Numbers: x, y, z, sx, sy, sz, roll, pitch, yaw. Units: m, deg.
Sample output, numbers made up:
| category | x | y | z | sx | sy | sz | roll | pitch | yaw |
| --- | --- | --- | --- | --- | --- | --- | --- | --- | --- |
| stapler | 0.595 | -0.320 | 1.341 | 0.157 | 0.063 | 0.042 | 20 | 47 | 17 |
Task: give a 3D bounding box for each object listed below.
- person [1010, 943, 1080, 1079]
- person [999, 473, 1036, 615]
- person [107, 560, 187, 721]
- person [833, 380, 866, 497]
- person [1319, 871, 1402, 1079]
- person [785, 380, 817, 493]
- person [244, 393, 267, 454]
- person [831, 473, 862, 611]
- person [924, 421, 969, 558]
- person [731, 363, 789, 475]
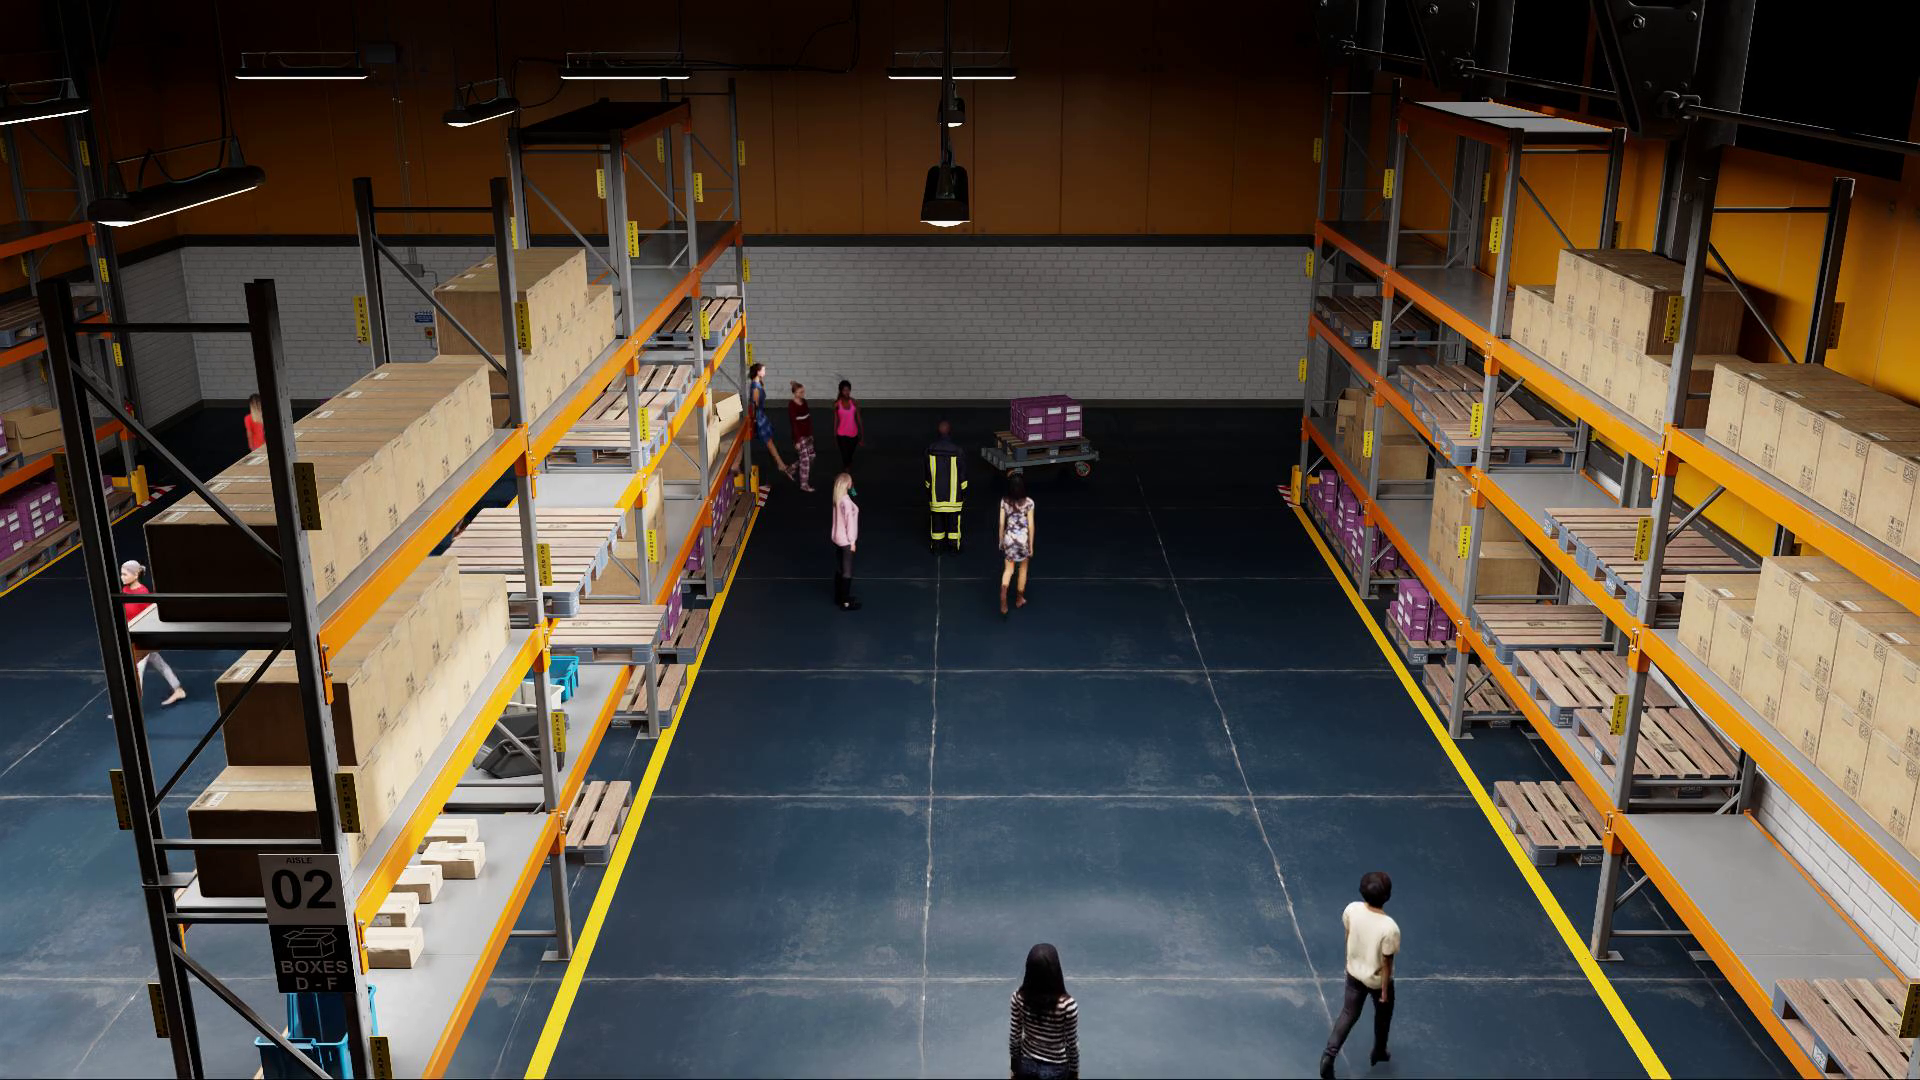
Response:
| category | x | y | z | sx | sy | sz | roll | pitch | yaw |
| --- | --- | --- | --- | --- | --- | --- | --- | --- | --- |
| person | 0.488 | 3.313 | 10.091 | 0.767 | 1.779 | 0.865 | 8 | 20 | 22 |
| person | 0.653 | 0.074 | 19.809 | 0.802 | 1.715 | 1.057 | 6 | 20 | 18 |
| person | -8.344 | 1.003 | 17.158 | 0.979 | 1.646 | 1.182 | 12 | 22 | 31 |
| person | -1.695 | -1.534 | 24.647 | 0.885 | 1.675 | 1.259 | -7 | 20 | -20 |
| person | 2.742 | 3.007 | 11.341 | 1.042 | 1.561 | 0.999 | -17 | 25 | -41 |
| person | -2.405 | -1.538 | 24.638 | 0.870 | 1.688 | 0.819 | 6 | 19 | 16 |
| person | -9.918 | -1.237 | 23.790 | 0.943 | 1.658 | 1.080 | -13 | 22 | -33 |
| person | -1.413 | 0.003 | 20.066 | 0.738 | 1.685 | 0.616 | -8 | 20 | -23 |
| person | -0.184 | -0.690 | 21.909 | 0.791 | 1.823 | 0.728 | 3 | 19 | 10 |
| person | -3.165 | -1.765 | 25.228 | 0.907 | 1.742 | 1.182 | -5 | 19 | -14 |
